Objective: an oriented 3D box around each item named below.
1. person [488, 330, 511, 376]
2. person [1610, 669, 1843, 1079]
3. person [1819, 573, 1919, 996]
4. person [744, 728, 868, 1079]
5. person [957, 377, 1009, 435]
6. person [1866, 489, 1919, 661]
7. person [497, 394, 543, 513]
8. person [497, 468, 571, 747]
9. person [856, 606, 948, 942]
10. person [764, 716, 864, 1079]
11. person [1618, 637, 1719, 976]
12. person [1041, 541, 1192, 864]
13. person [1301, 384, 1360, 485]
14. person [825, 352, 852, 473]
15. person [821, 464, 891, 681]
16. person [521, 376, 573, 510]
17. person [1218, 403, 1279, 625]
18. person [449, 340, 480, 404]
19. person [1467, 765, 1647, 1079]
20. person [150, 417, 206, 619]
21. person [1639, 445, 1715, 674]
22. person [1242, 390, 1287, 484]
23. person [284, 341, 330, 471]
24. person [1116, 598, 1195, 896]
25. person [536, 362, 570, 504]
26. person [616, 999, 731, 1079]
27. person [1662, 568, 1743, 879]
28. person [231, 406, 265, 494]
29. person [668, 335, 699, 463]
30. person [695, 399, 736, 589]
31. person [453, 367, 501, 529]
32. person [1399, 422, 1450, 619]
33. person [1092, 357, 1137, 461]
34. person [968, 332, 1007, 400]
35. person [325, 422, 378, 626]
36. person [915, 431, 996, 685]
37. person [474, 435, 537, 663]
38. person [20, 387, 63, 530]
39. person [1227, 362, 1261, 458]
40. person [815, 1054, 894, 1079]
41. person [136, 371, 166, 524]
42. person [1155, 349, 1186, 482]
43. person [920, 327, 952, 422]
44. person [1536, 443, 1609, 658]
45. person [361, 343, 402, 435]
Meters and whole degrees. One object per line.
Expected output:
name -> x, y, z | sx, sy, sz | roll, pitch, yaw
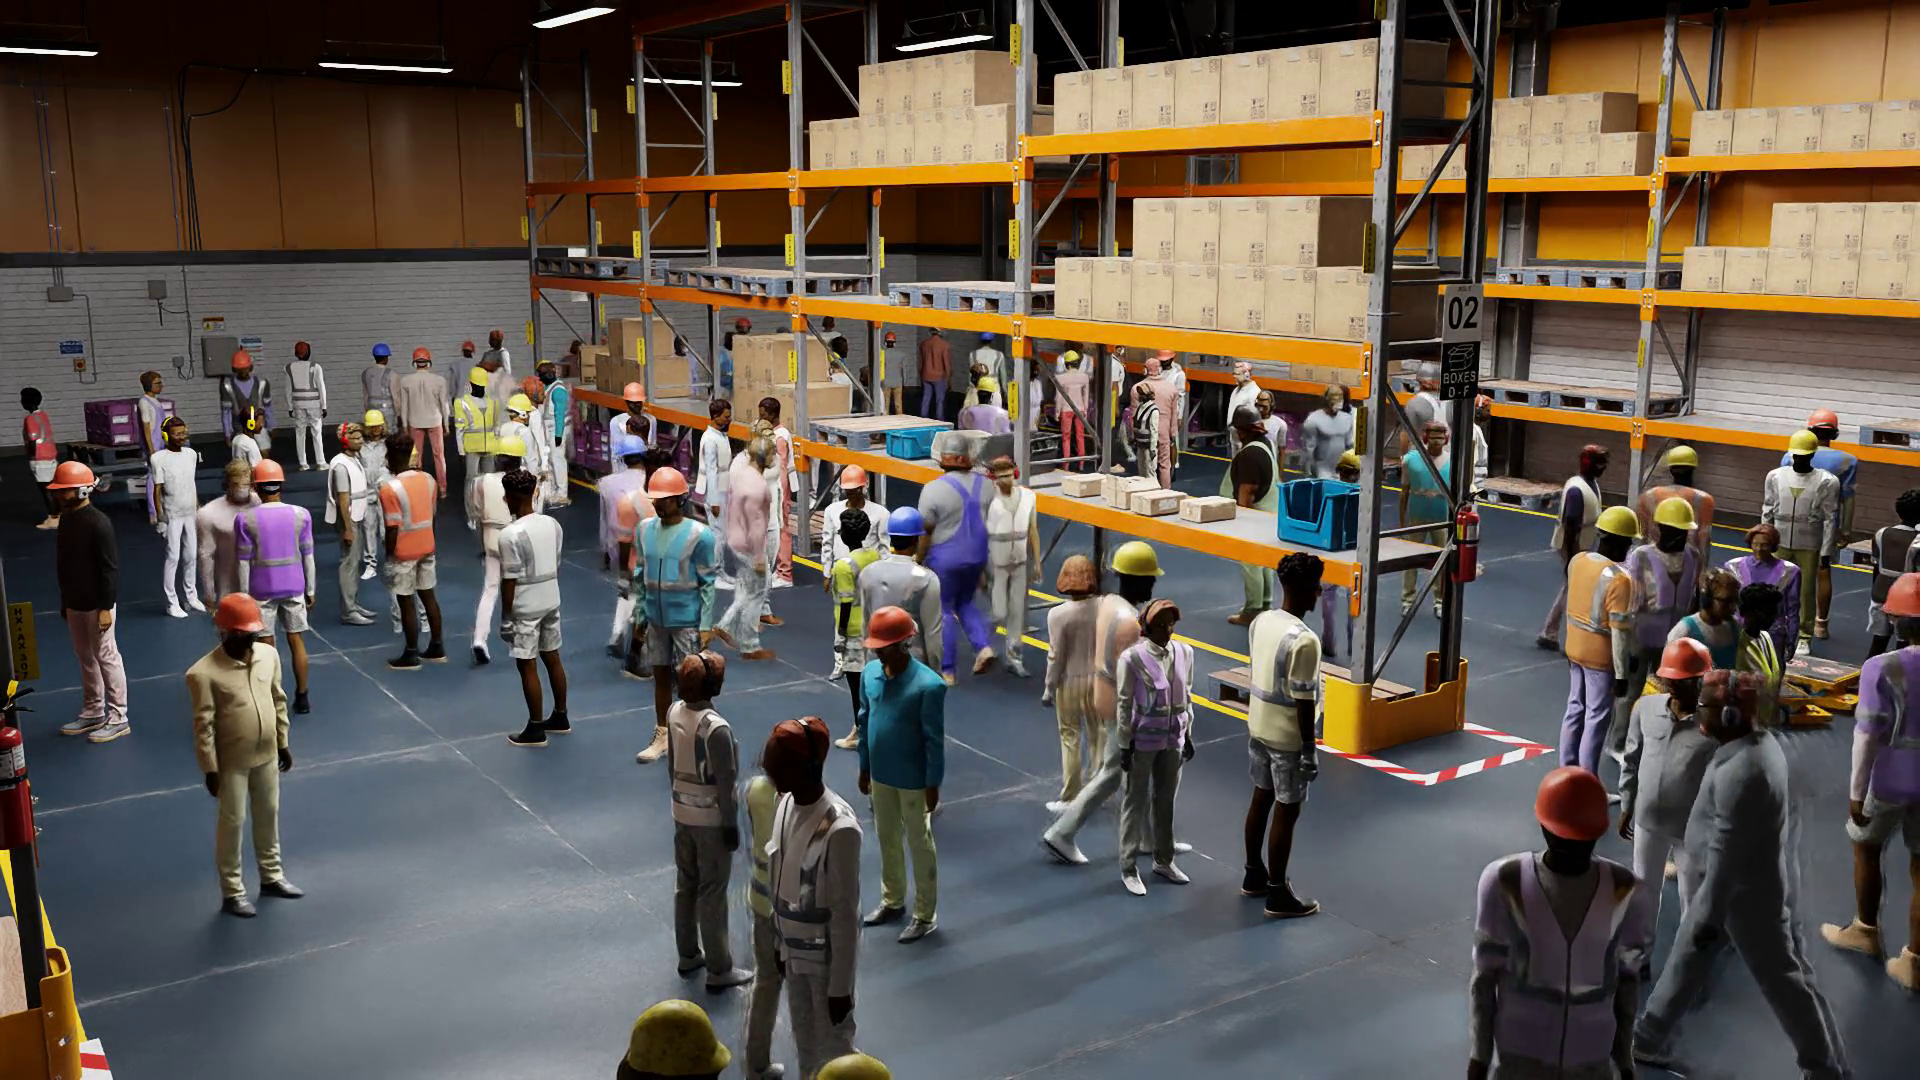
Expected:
person -> -7.341, -2.408, 26.576 | 0.340, 1.883, 0.585 | -7, 13, -31
person -> 3.256, 1.449, 6.956 | 1.050, 1.846, 0.655 | 5, 12, 26
person -> 4.575, 1.147, 8.036 | 0.659, 2.015, 0.671 | 1, 11, 5
person -> -0.708, 1.541, 7.059 | 0.565, 1.611, 0.562 | 10, 15, 41
person -> 0.253, -0.870, 18.727 | 0.603, 1.902, 0.580 | 0, 11, -2
person -> 7.000, 0.462, 12.389 | 0.320, 1.694, 0.533 | -4, 12, -18
person -> -4.629, -0.631, 17.628 | 0.588, 1.829, 0.404 | 10, 15, 43
person -> -3.018, 0.467, 11.692 | 0.383, 1.955, 0.602 | 5, 12, 22
person -> -0.325, 1.186, 8.556 | 0.574, 1.741, 0.355 | 10, 15, 40
person -> -0.543, 1.565, 6.277 | 0.355, 1.876, 0.574 | -7, 13, -30
person -> 3.378, 1.312, 7.873 | 0.330, 1.751, 0.563 | -10, 15, -41
person -> 0.895, 0.932, 9.477 | 0.866, 1.897, 0.596 | -1, 11, -3
person -> 3.970, -0.694, 17.707 | 0.642, 1.919, 0.491 | -7, 13, -31
person -> -1.782, -1.828, 23.968 | 0.518, 1.752, 0.373 | -7, 13, -32
person -> -0.832, 0.264, 13.236 | 0.571, 1.751, 0.329 | 1, 11, 8
person -> -5.277, -1.186, 20.771 | 0.801, 1.713, 0.566 | 0, 11, 1
person -> 2.616, -0.252, 15.144 | 0.535, 2.000, 0.698 | 5, 12, 26
person -> -7.843, -2.316, 26.510 | 0.579, 1.728, 0.718 | -2, 11, -8
person -> 1.982, 1.675, 5.555 | 0.553, 1.936, 0.377 | 2, 11, 8
person -> -7.222, -0.219, 15.414 | 0.310, 1.868, 0.533 | 5, 12, 22
person -> 5.646, 0.205, 13.129 | 0.604, 1.906, 0.521 | 11, 15, 44
person -> 3.261, -0.705, 17.976 | 0.506, 1.842, 0.346 | 5, 12, 26
person -> -9.501, -1.944, 24.195 | 0.574, 1.887, 0.355 | 0, 11, -1
person -> 1.072, 1.120, 9.151 | 0.523, 1.640, 0.306 | -7, 13, -32
person -> -5.269, -1.385, 21.498 | 0.429, 1.830, 0.636 | -7, 13, -31
person -> -0.737, 2.010, 4.327 | 0.324, 1.742, 0.492 | 0, 11, 0
person -> 4.075, 1.022, 9.224 | 0.543, 1.811, 0.491 | -5, 12, -24
person -> -6.951, -0.398, 16.378 | 0.349, 1.856, 0.529 | -9, 14, -40
person -> -4.153, -2.097, 24.848 | 0.637, 1.936, 0.355 | -11, 15, -43
person -> -2.423, -0.456, 16.535 | 0.398, 1.909, 0.600 | 0, 11, 0
person -> -5.704, -1.097, 19.777 | 0.374, 1.920, 0.585 | 10, 15, 43
person -> 4.338, -0.186, 15.335 | 0.568, 1.835, 0.386 | 2, 11, 9
person -> 2.367, -1.963, 25.058 | 0.804, 1.585, 0.511 | 1, 11, 3
person -> 0.437, -2.425, 26.622 | 0.627, 1.909, 0.970 | 0, 11, 1
person -> -5.555, -0.151, 15.120 | 0.393, 1.846, 0.564 | -2, 11, -12
person -> -0.058, 0.134, 13.168 | 0.695, 2.000, 0.560 | -9, 14, -38
person -> -3.832, 0.070, 13.940 | 0.602, 1.892, 0.956 | 2, 11, 9
person -> -10.907, -0.970, 19.745 | 0.321, 1.686, 0.545 | -3, 11, -14
person -> 3.513, -1.264, 20.706 | 0.397, 1.899, 0.639 | -3, 11, -15
person -> -0.208, 2.068, 4.151 | 0.565, 1.704, 0.565 | -2, 11, -9
person -> -9.697, -1.112, 20.046 | 0.333, 1.843, 0.515 | -3, 11, -13
person -> 2.854, -1.765, 23.159 | 0.543, 1.934, 0.368 | 6, 12, 27
person -> -0.386, -2.710, 27.908 | 0.619, 1.977, 0.460 | 8, 14, 36
person -> 5.168, 0.094, 13.951 | 0.421, 1.856, 0.582 | 7, 13, 31
person -> -8.018, -1.760, 23.136 | 0.612, 1.939, 0.421 | 5, 12, 22
